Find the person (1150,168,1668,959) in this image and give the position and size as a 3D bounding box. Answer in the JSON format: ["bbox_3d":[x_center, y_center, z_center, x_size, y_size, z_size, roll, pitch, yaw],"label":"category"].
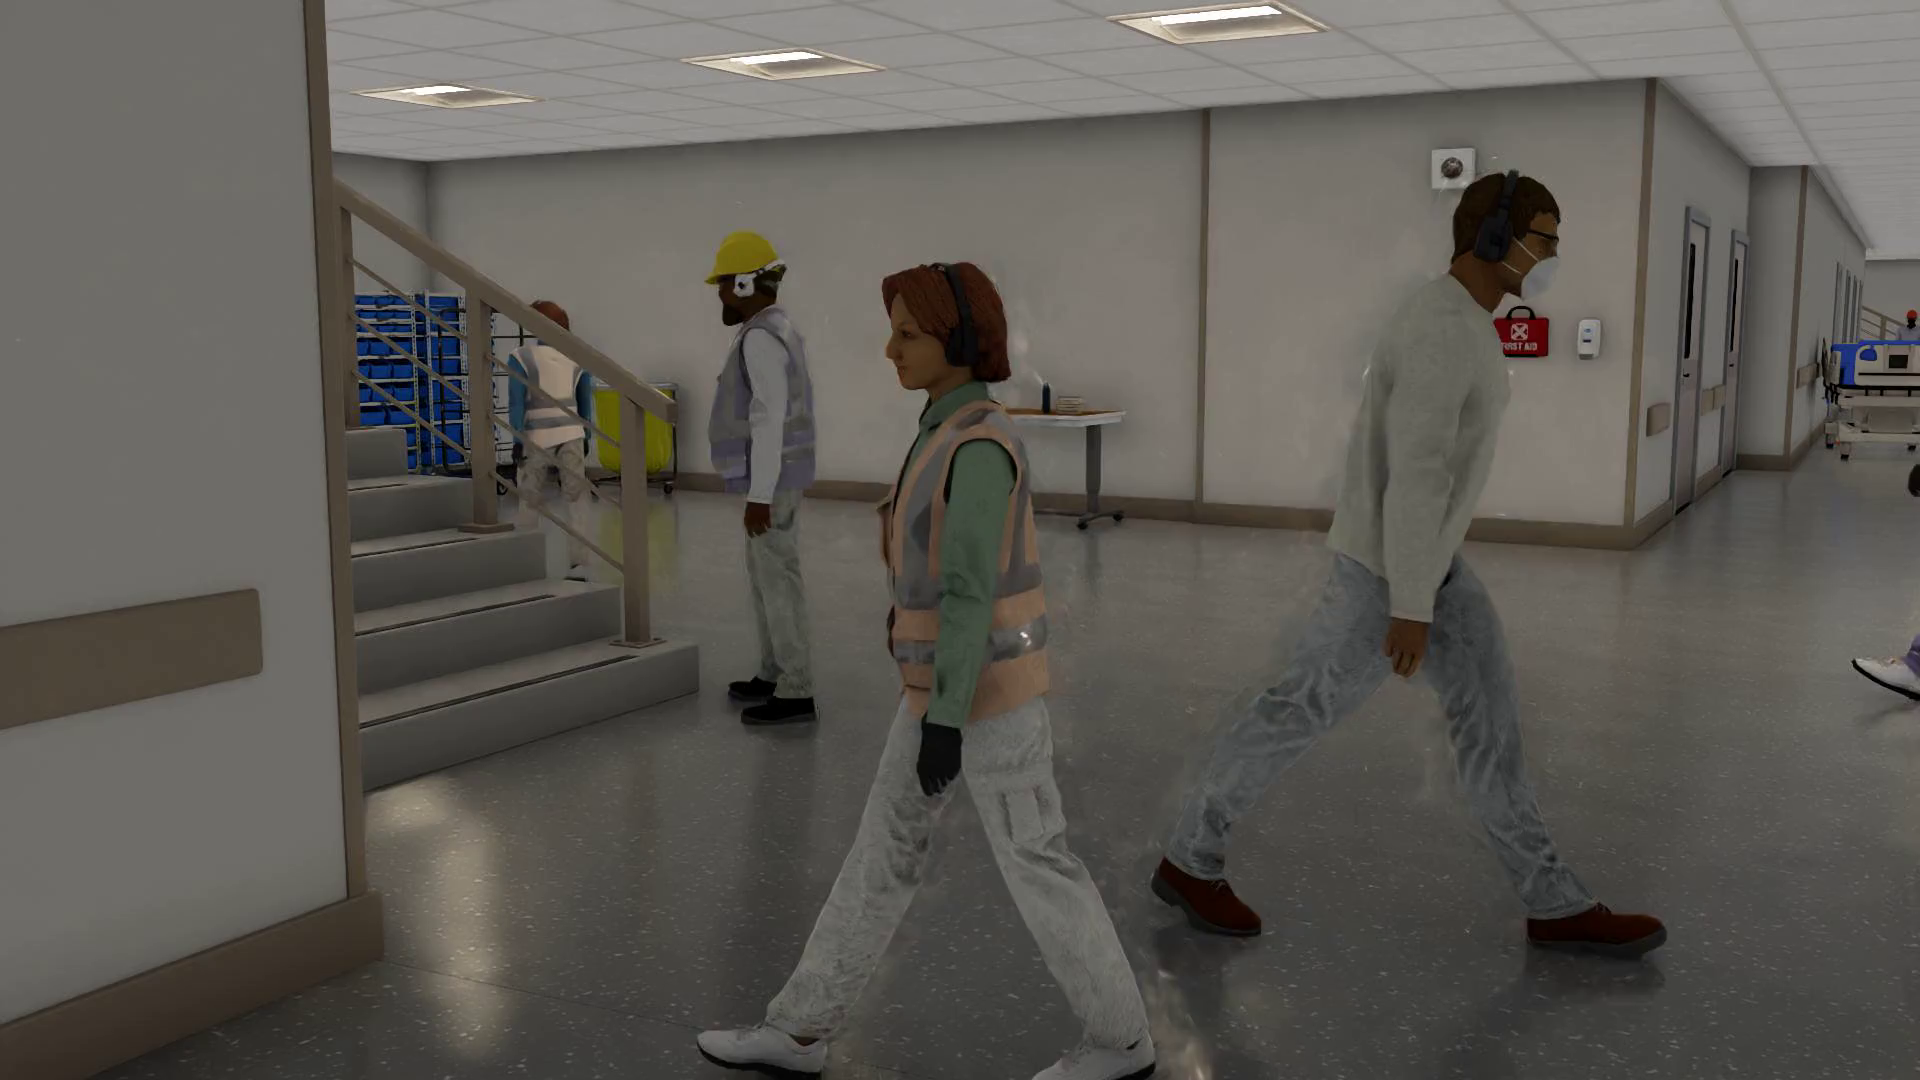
[{"bbox_3d":[1.016,0.066,3.904,1.198,1.841,0.650,3,8,22],"label":"person"}]

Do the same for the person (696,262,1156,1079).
[{"bbox_3d":[-0.034,0.284,3.104,0.891,1.577,0.524,-1,8,-10],"label":"person"}]

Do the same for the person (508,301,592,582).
[{"bbox_3d":[-2.384,-0.571,9.597,0.542,1.591,0.860,-5,9,-36],"label":"person"}]

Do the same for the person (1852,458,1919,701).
[{"bbox_3d":[4.016,-0.290,6.480,0.973,1.855,0.656,1,7,8],"label":"person"}]

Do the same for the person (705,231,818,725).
[{"bbox_3d":[-0.733,-0.227,6.205,0.429,1.810,0.624,0,7,-3],"label":"person"}]

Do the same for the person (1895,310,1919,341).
[{"bbox_3d":[19.157,-3.761,33.568,0.566,1.755,0.321,6,10,39],"label":"person"}]
